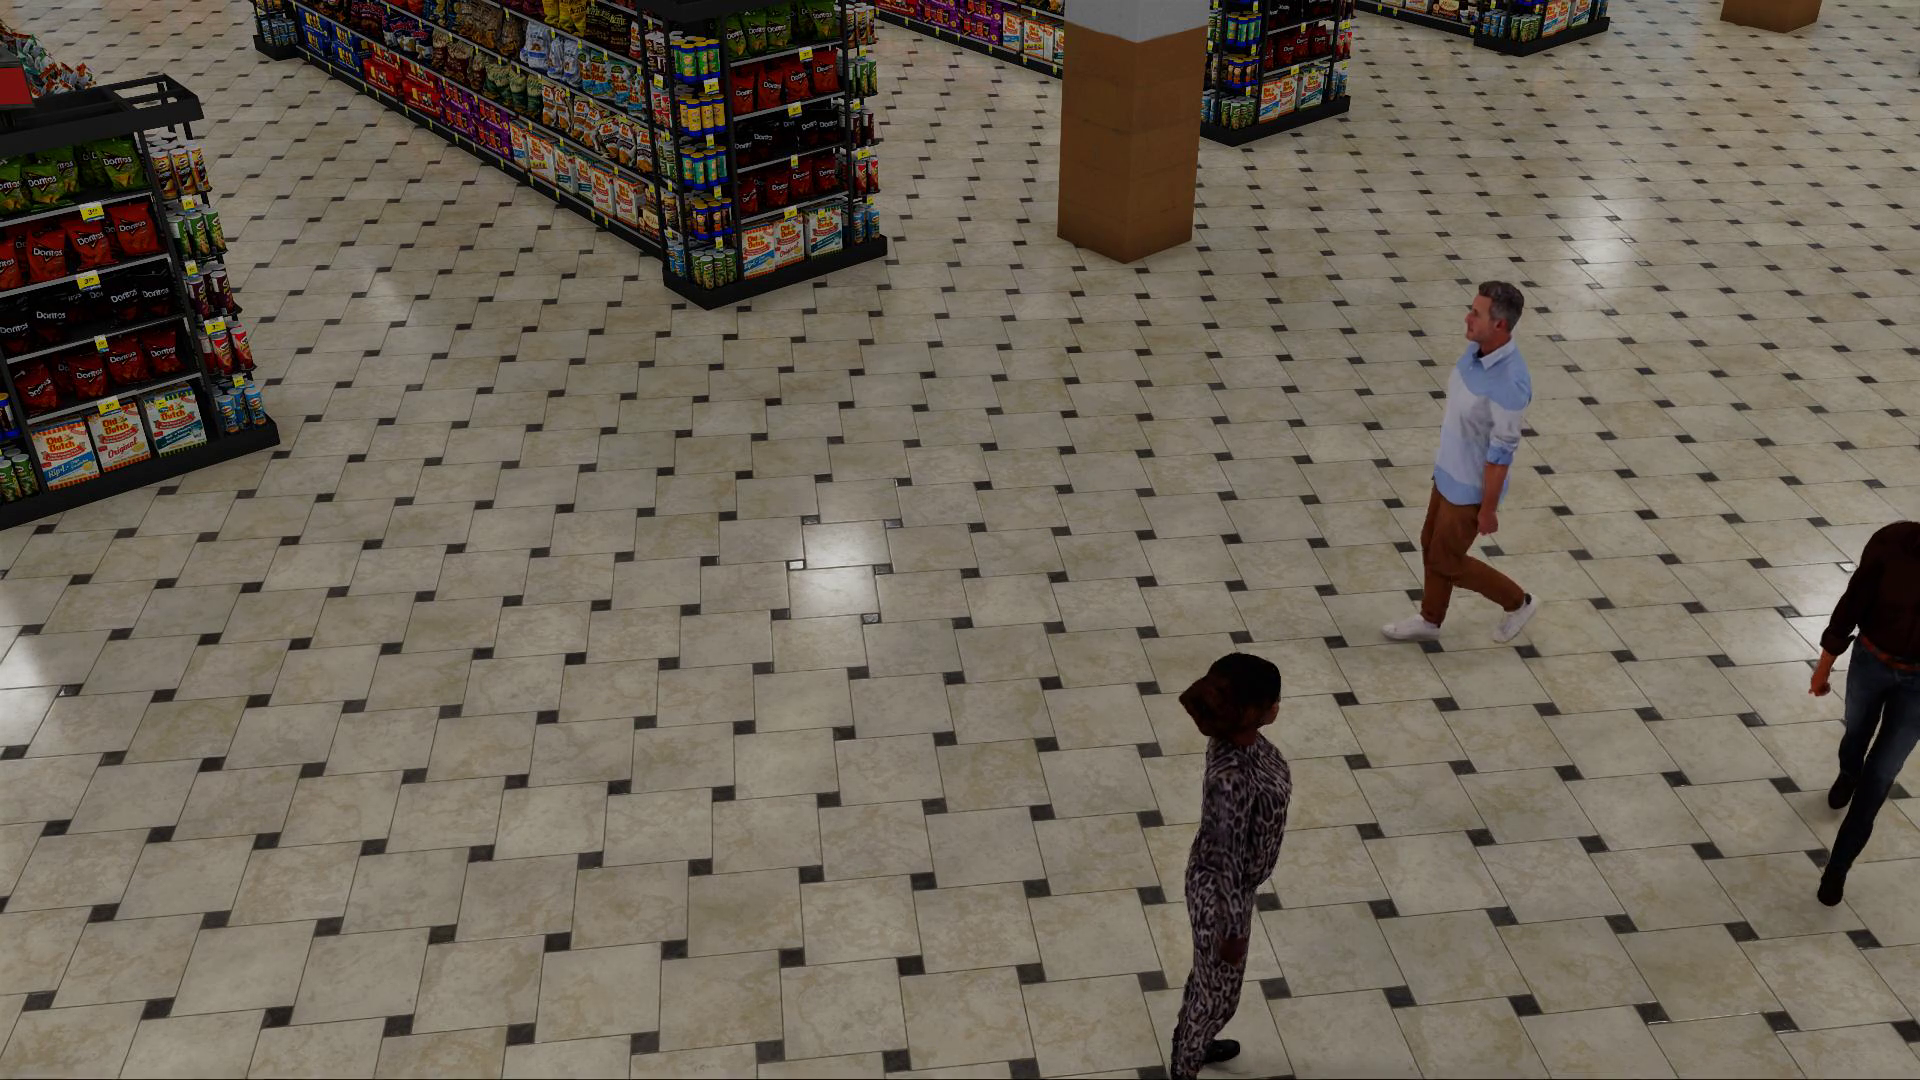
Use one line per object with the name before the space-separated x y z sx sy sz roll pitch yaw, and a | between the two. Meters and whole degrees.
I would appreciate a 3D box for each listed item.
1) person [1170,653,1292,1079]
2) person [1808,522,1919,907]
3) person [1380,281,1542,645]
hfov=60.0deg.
person | 0.823 1.109 5.220 0.829 1.708 0.800 11 33 16
person | 3.531 0.448 6.261 1.161 1.730 0.922 21 38 30
person | 2.324 -0.283 7.359 1.040 1.811 0.996 0 32 1
